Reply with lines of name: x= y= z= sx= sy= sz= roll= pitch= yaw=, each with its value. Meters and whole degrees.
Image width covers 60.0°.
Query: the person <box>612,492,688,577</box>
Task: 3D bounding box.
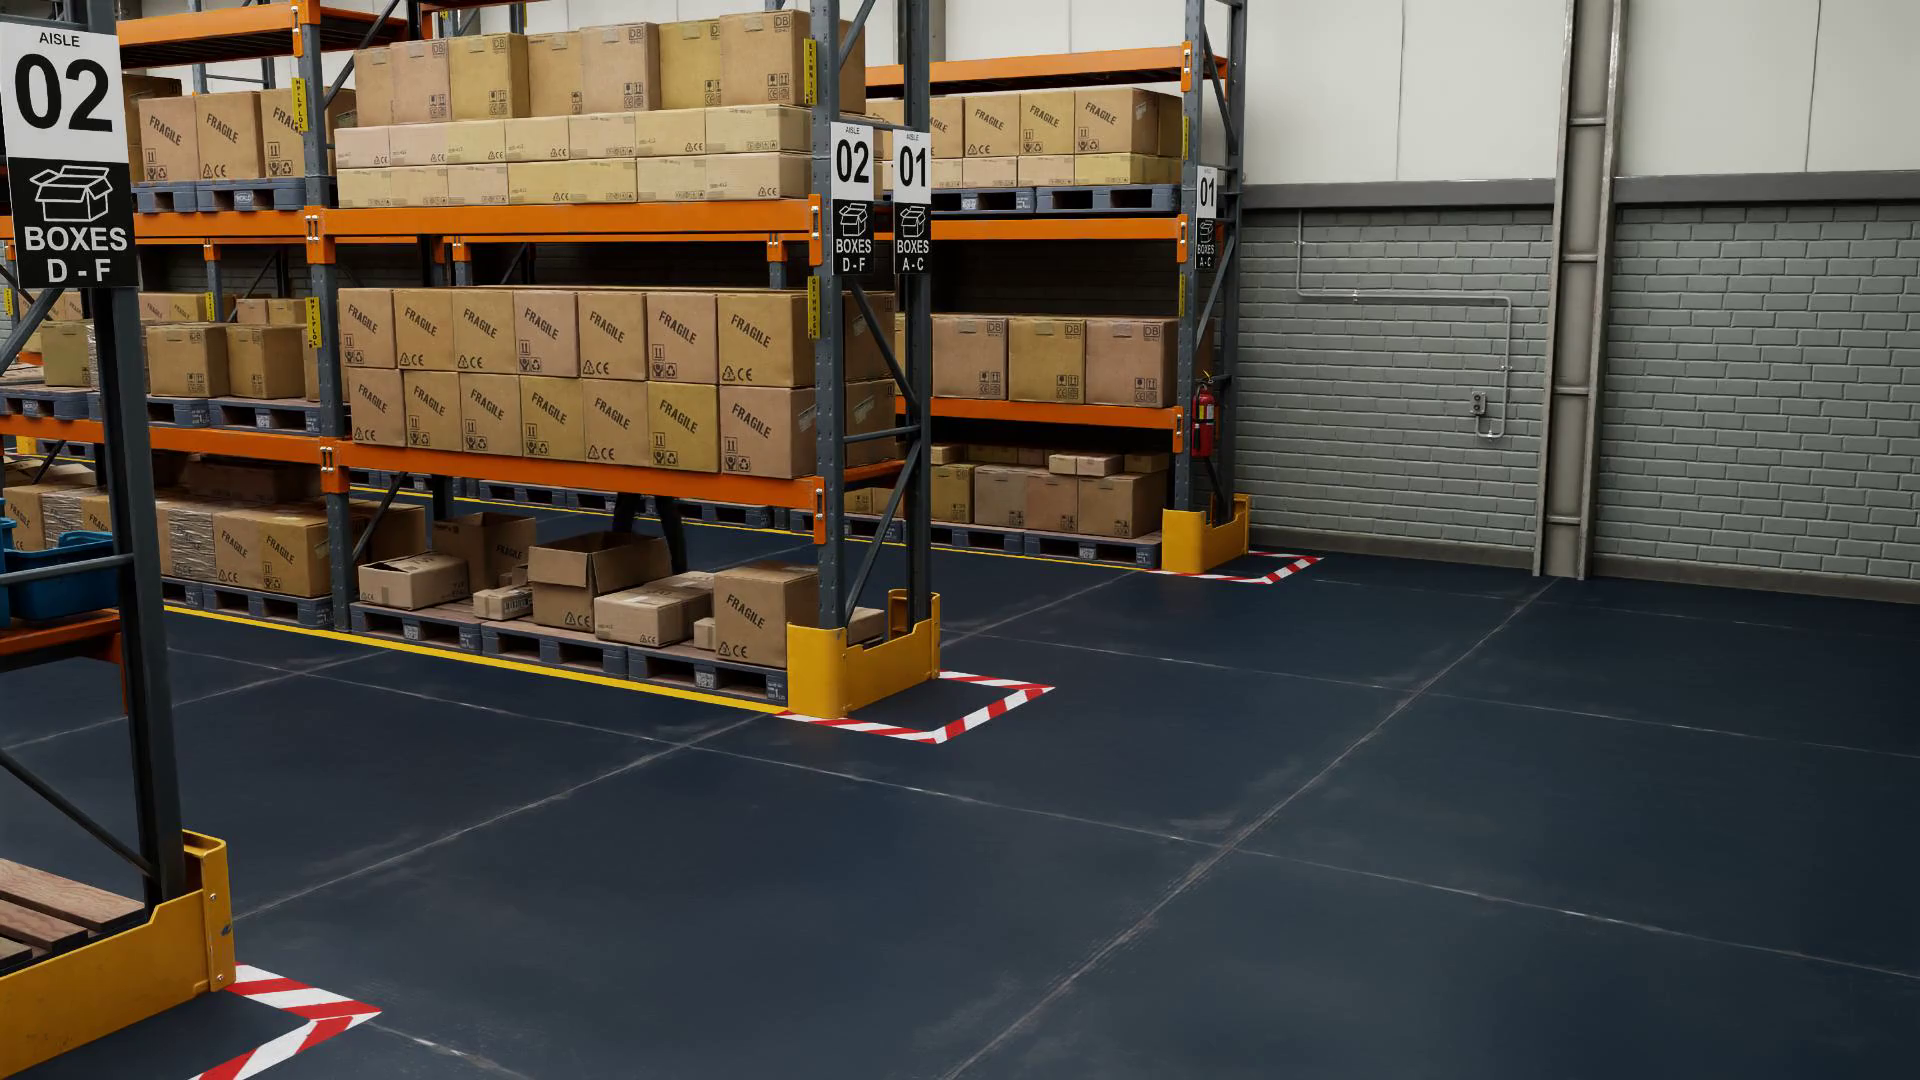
person: x=-2.448 y=-0.582 z=12.611 sx=1.005 sy=1.943 sz=0.628 roll=7 pitch=12 yaw=34

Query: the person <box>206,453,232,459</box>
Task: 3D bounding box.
person: x=-6.818 y=-1.033 z=15.452 sx=0.851 sy=1.889 sz=0.595 roll=6 pitch=11 yaw=31
